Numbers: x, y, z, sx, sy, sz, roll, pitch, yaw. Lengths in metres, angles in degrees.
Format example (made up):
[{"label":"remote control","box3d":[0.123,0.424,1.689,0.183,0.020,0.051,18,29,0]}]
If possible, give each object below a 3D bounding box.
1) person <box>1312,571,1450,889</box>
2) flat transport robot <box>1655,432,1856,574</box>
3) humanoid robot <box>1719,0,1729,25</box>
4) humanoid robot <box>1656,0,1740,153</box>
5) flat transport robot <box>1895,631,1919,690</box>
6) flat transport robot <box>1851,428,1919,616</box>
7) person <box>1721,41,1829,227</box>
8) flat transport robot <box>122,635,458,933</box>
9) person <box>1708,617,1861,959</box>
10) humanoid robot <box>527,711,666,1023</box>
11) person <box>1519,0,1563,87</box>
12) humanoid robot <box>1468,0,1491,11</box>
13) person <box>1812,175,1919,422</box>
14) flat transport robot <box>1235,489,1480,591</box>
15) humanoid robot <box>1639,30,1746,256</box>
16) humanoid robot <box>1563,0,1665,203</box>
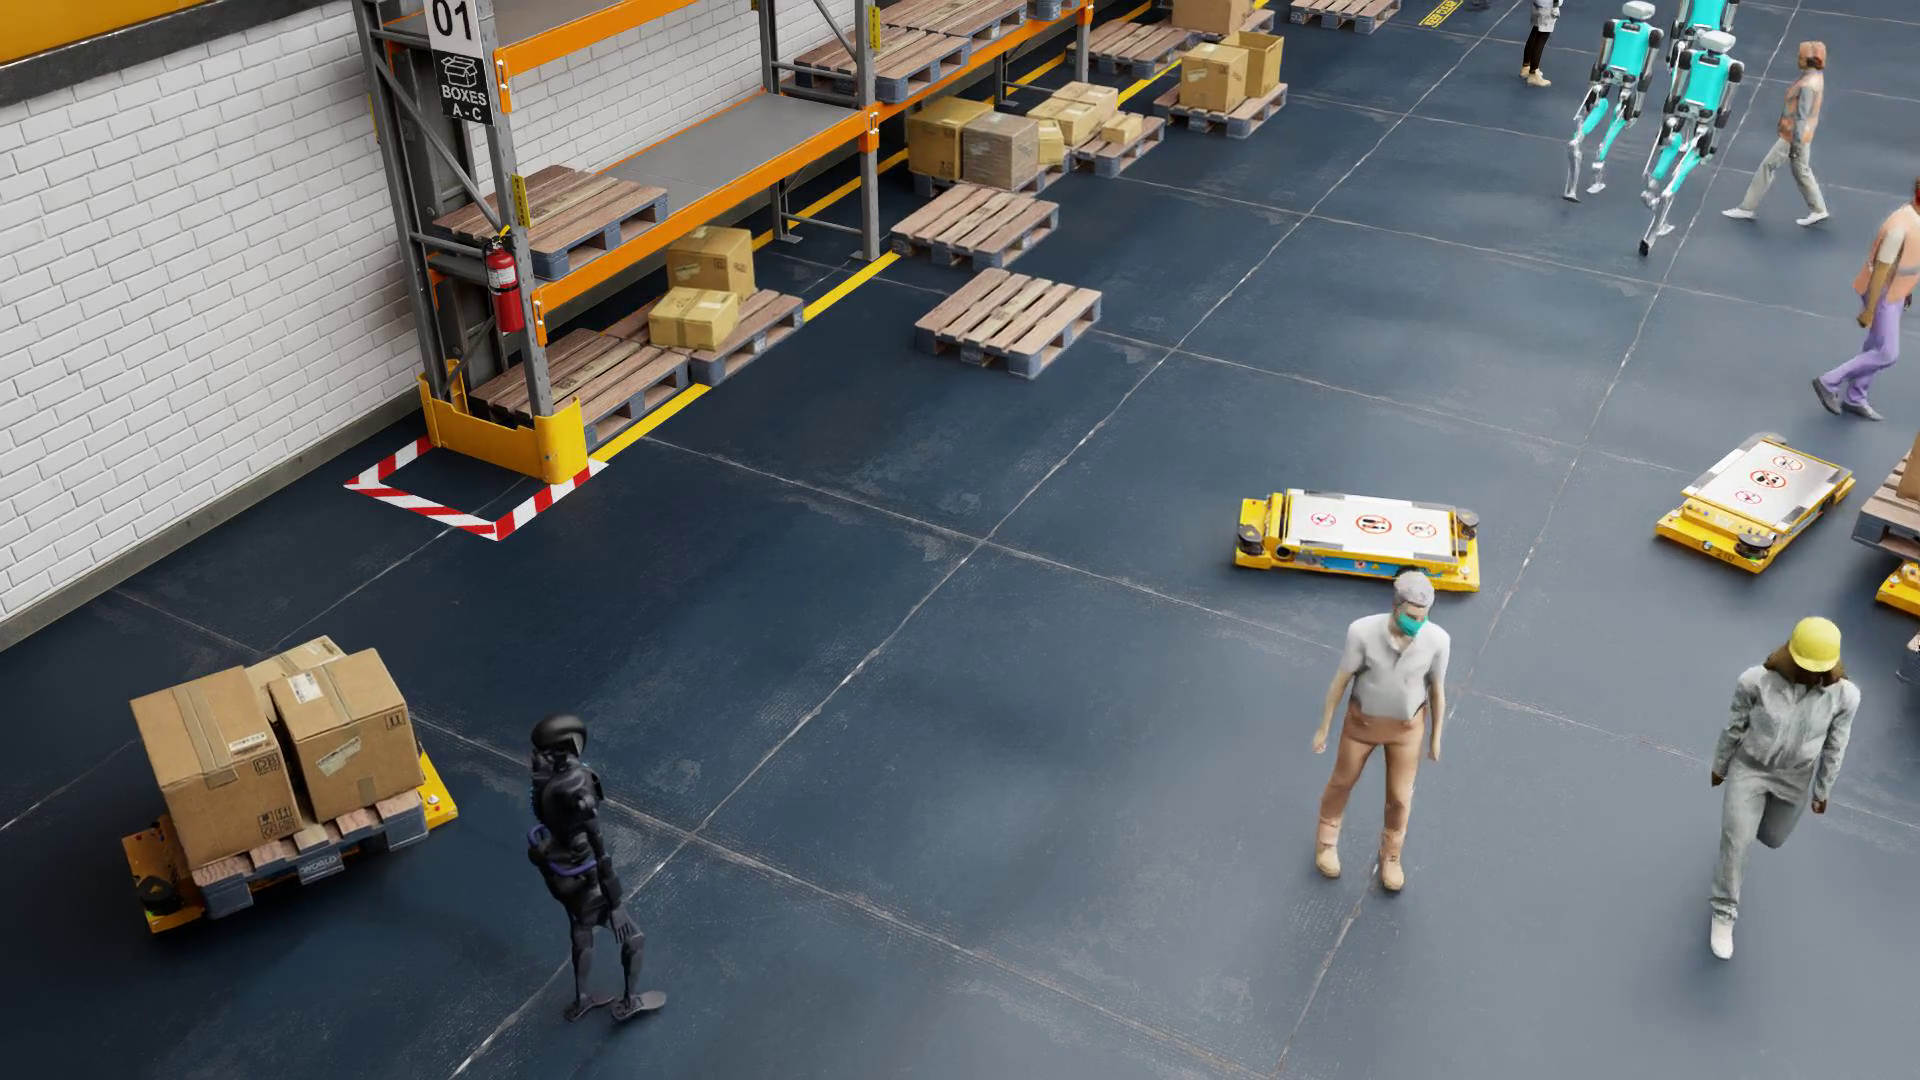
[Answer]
[{"label":"person","box3d":[1.894,0.838,7.546,0.579,1.737,0.332,6,34,9]},{"label":"flat transport robot","box3d":[5.066,-0.259,10.540,1.431,0.231,0.659,-28,43,-35]},{"label":"humanoid robot","box3d":[8.760,-6.716,19.036,0.345,1.648,0.589,-29,43,-36]},{"label":"humanoid robot","box3d":[6.808,-4.451,15.467,0.531,1.697,0.740,17,37,24]},{"label":"flat transport robot","box3d":[5.746,0.871,8.830,1.431,0.231,0.659,-28,42,-35]},{"label":"flat transport robot","box3d":[6.090,0.116,9.972,0.659,0.231,1.431,27,42,34]},{"label":"person","box3d":[7.147,-3.439,14.142,0.821,1.601,0.525,20,38,27]},{"label":"flat transport robot","box3d":[-3.251,1.368,8.078,1.431,0.231,0.659,-20,38,-27]},{"label":"person","box3d":[3.571,0.981,7.344,0.489,1.711,0.737,7,34,11]},{"label":"humanoid robot","box3d":[-1.558,1.344,6.848,0.366,1.648,0.609,-24,41,-32]},{"label":"person","box3d":[6.147,-5.613,17.344,0.317,1.695,0.539,1,33,2]},{"label":"humanoid robot","box3d":[6.233,-7.113,19.631,0.378,1.637,0.600,17,37,24]},{"label":"person","box3d":[6.272,-1.642,11.226,0.449,1.830,0.564,27,42,34]},{"label":"flat transport robot","box3d":[2.429,-0.009,10.161,1.431,0.231,0.659,7,34,10]},{"label":"humanoid robot","box3d":[5.889,-3.218,13.726,0.550,1.802,0.915,28,43,35]},{"label":"humanoid robot","box3d":[5.592,-3.742,14.532,0.963,1.760,0.536,-29,43,-36]}]
